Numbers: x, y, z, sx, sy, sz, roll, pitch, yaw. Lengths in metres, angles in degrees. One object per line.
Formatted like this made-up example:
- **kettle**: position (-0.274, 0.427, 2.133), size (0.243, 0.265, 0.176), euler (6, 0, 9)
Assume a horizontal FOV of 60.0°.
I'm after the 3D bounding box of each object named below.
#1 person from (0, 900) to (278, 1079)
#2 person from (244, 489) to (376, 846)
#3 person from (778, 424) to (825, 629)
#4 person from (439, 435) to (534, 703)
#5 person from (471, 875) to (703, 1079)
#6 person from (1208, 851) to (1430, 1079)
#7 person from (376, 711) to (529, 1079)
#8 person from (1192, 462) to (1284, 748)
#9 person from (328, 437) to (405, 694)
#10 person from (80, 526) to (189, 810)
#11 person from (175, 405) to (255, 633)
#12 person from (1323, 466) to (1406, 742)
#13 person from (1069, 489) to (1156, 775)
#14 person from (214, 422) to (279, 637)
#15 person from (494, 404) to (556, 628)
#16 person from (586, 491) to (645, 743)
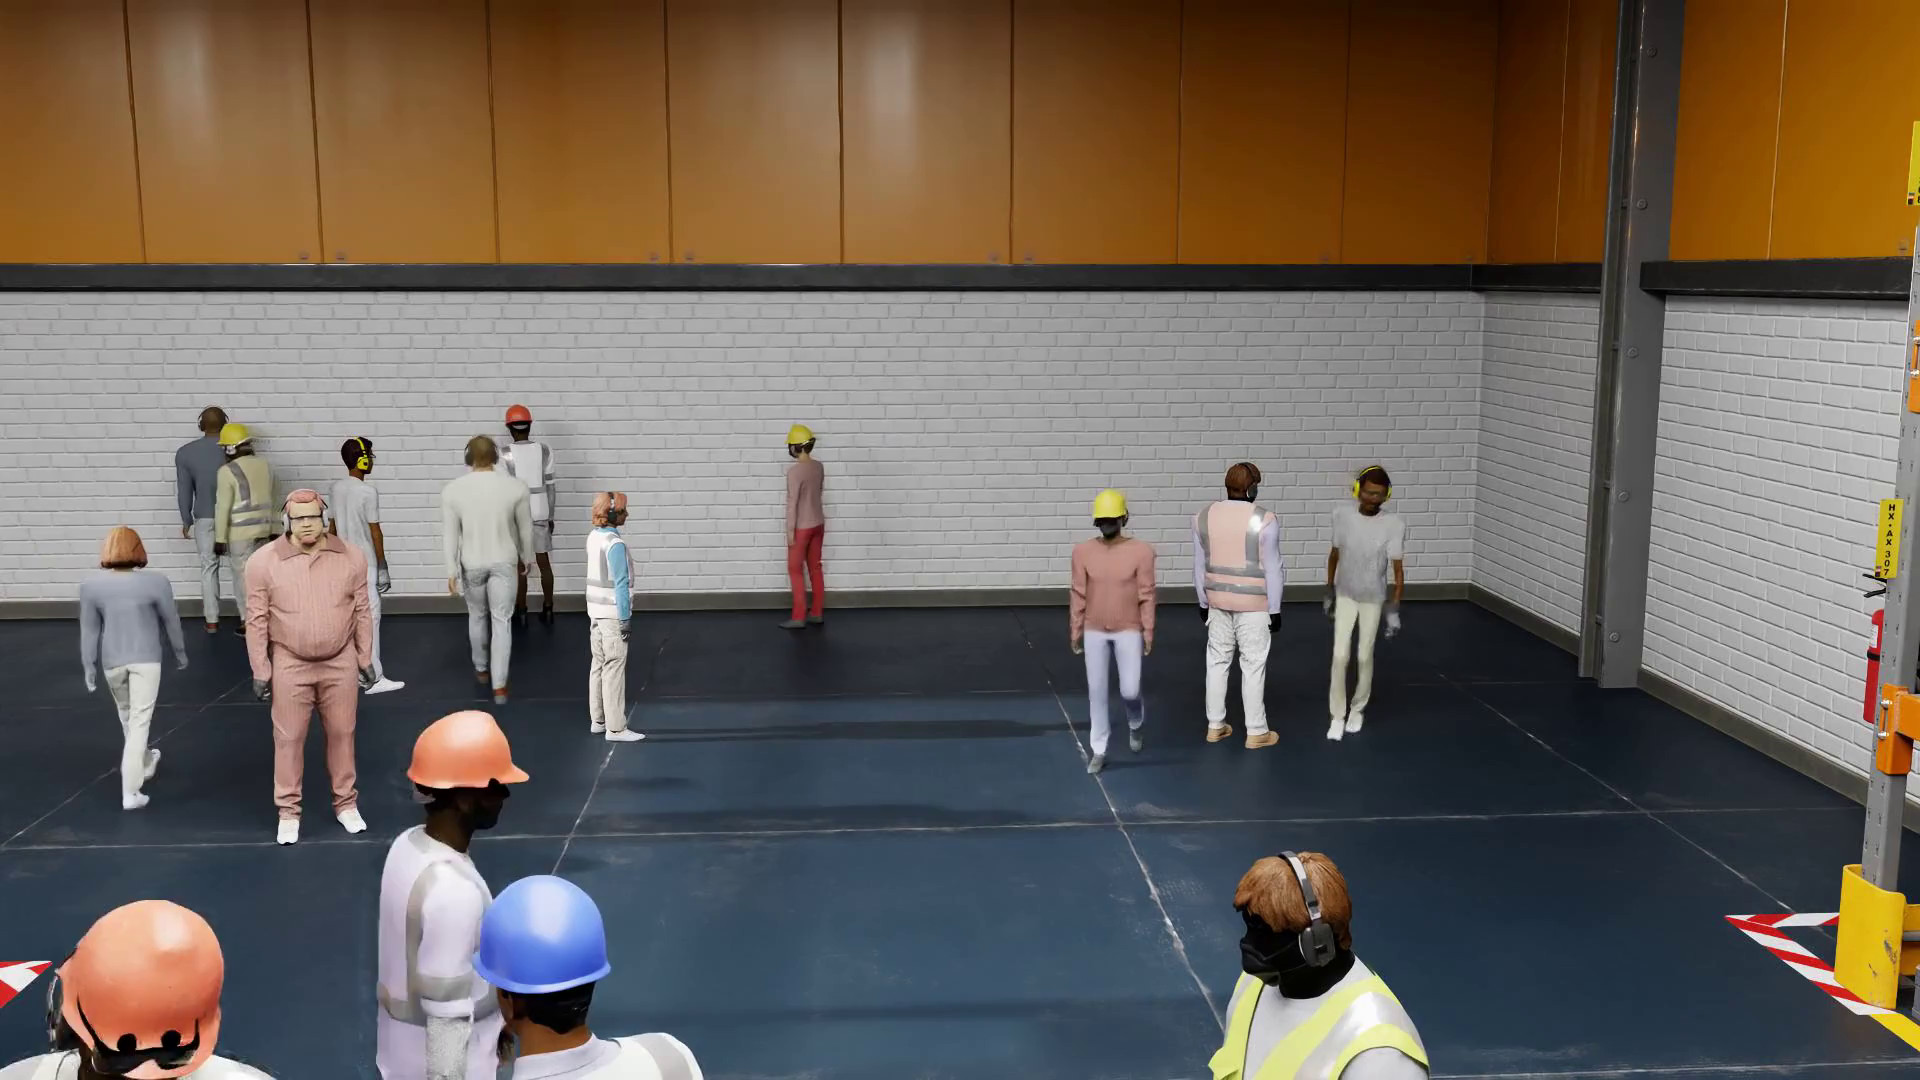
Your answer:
- **person**: position (-1.477, 1.568, 3.041), size (0.653, 1.992, 0.591), euler (-1, 9, -5)
- **person**: position (-3.467, 0.670, 8.932), size (0.652, 1.906, 0.403), euler (-6, 11, -31)
- **person**: position (-1.344, -0.114, 14.316), size (0.326, 1.765, 0.537), euler (5, 10, 28)
- **person**: position (-3.411, 0.181, 12.067), size (0.632, 1.888, 0.972), euler (-1, 9, -9)
- **person**: position (-0.735, 1.574, 3.124), size (0.389, 1.946, 0.614), euler (7, 11, 36)
- **person**: position (0.738, 1.559, 3.606), size (0.429, 1.830, 0.635), euler (-3, 9, -16)
- **person**: position (-1.246, 1.381, 4.491), size (0.944, 1.894, 0.558), euler (-6, 11, -34)
- **person**: position (1.809, 0.416, 10.727), size (0.621, 1.845, 0.429), euler (7, 11, 37)
- **person**: position (-4.346, 0.183, 12.101), size (0.533, 1.870, 0.315), euler (5, 10, 29)
- **person**: position (-4.794, 0.711, 9.675), size (0.505, 1.585, 0.872), euler (-1, 9, -4)
- **person**: position (-6.289, -0.176, 14.146), size (0.635, 1.936, 0.355), euler (-4, 10, -21)
- **person**: position (2.623, 0.408, 10.846), size (0.550, 1.815, 0.696), euler (4, 10, 24)
- **person**: position (0.938, 0.550, 10.163), size (0.528, 1.759, 0.454), euler (3, 10, 19)
- **person**: position (-5.987, -0.080, 13.908), size (0.430, 1.814, 0.612), euler (3, 9, 16)
- **person**: position (-3.763, -0.206, 14.370), size (0.543, 1.927, 0.383), euler (-6, 11, -34)
- **person**: position (-2.276, 0.497, 10.855), size (0.310, 1.637, 0.522), euler (-6, 11, -32)
